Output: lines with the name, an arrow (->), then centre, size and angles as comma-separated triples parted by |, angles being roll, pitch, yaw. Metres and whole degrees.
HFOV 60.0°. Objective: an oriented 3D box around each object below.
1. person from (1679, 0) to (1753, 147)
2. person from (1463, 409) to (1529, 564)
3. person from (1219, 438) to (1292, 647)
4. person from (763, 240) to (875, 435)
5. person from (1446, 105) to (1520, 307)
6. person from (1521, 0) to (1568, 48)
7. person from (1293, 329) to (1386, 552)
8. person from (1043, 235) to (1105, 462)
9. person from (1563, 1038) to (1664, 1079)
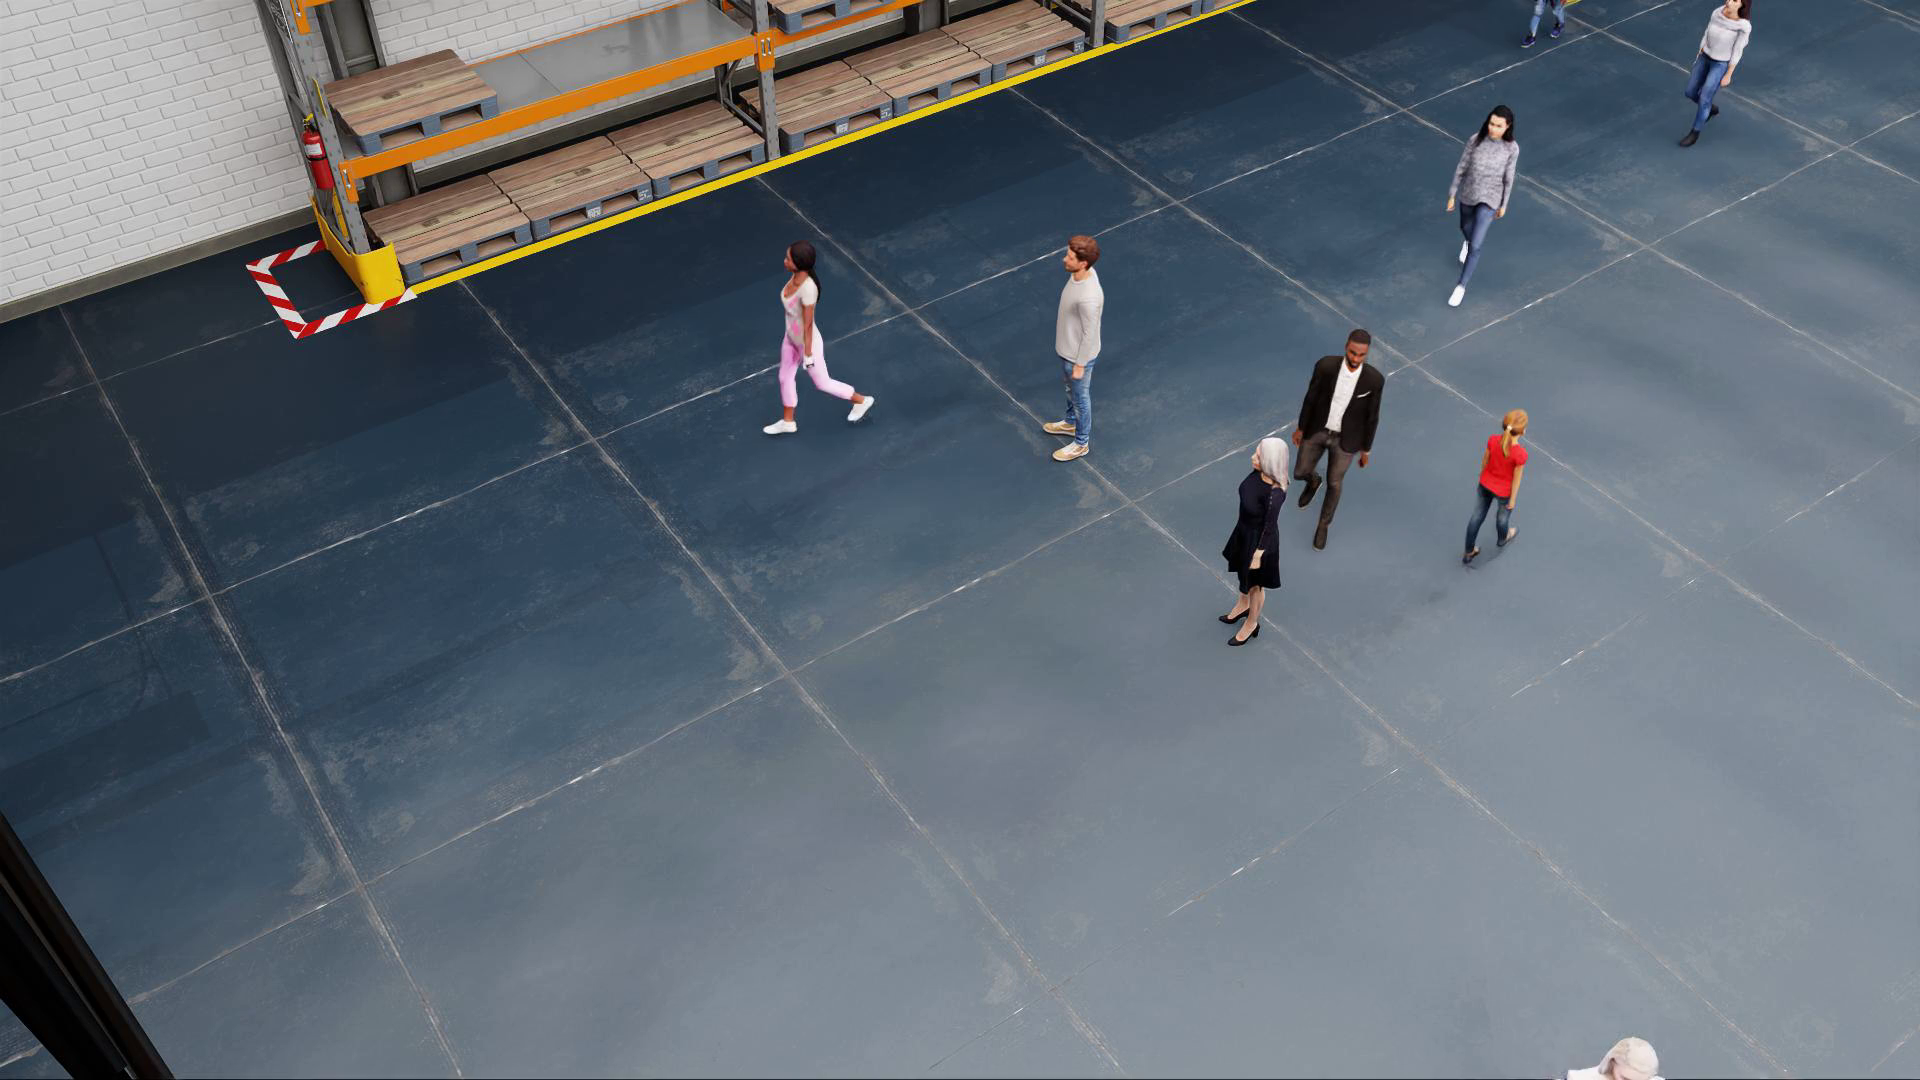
person -> 7.228, -4.525, 15.818 | 0.763, 1.618, 0.671 | -19, 47, -19
person -> 3.729, -0.345, 11.661 | 0.774, 1.300, 0.571 | -32, 52, -29
person -> 1.946, 0.004, 10.971 | 0.709, 1.747, 0.690 | -5, 44, -5
person -> -1.081, -1.496, 12.574 | 1.183, 1.707, 0.828 | -12, 45, -12
person -> 4.425, -2.925, 14.086 | 1.002, 1.691, 1.267 | 21, 47, 21
person -> 6.264, -5.819, 17.453 | 0.883, 1.237, 0.588 | -34, 53, -31
person -> 2.646, -0.779, 11.760 | 0.932, 1.793, 1.002 | 15, 46, 15
person -> 0.880, -1.441, 12.373 | 0.733, 1.905, 0.742 | -7, 44, -7
person -> 2.991, 2.809, 7.989 | 0.818, 1.798, 0.883 | 1, 44, 1
